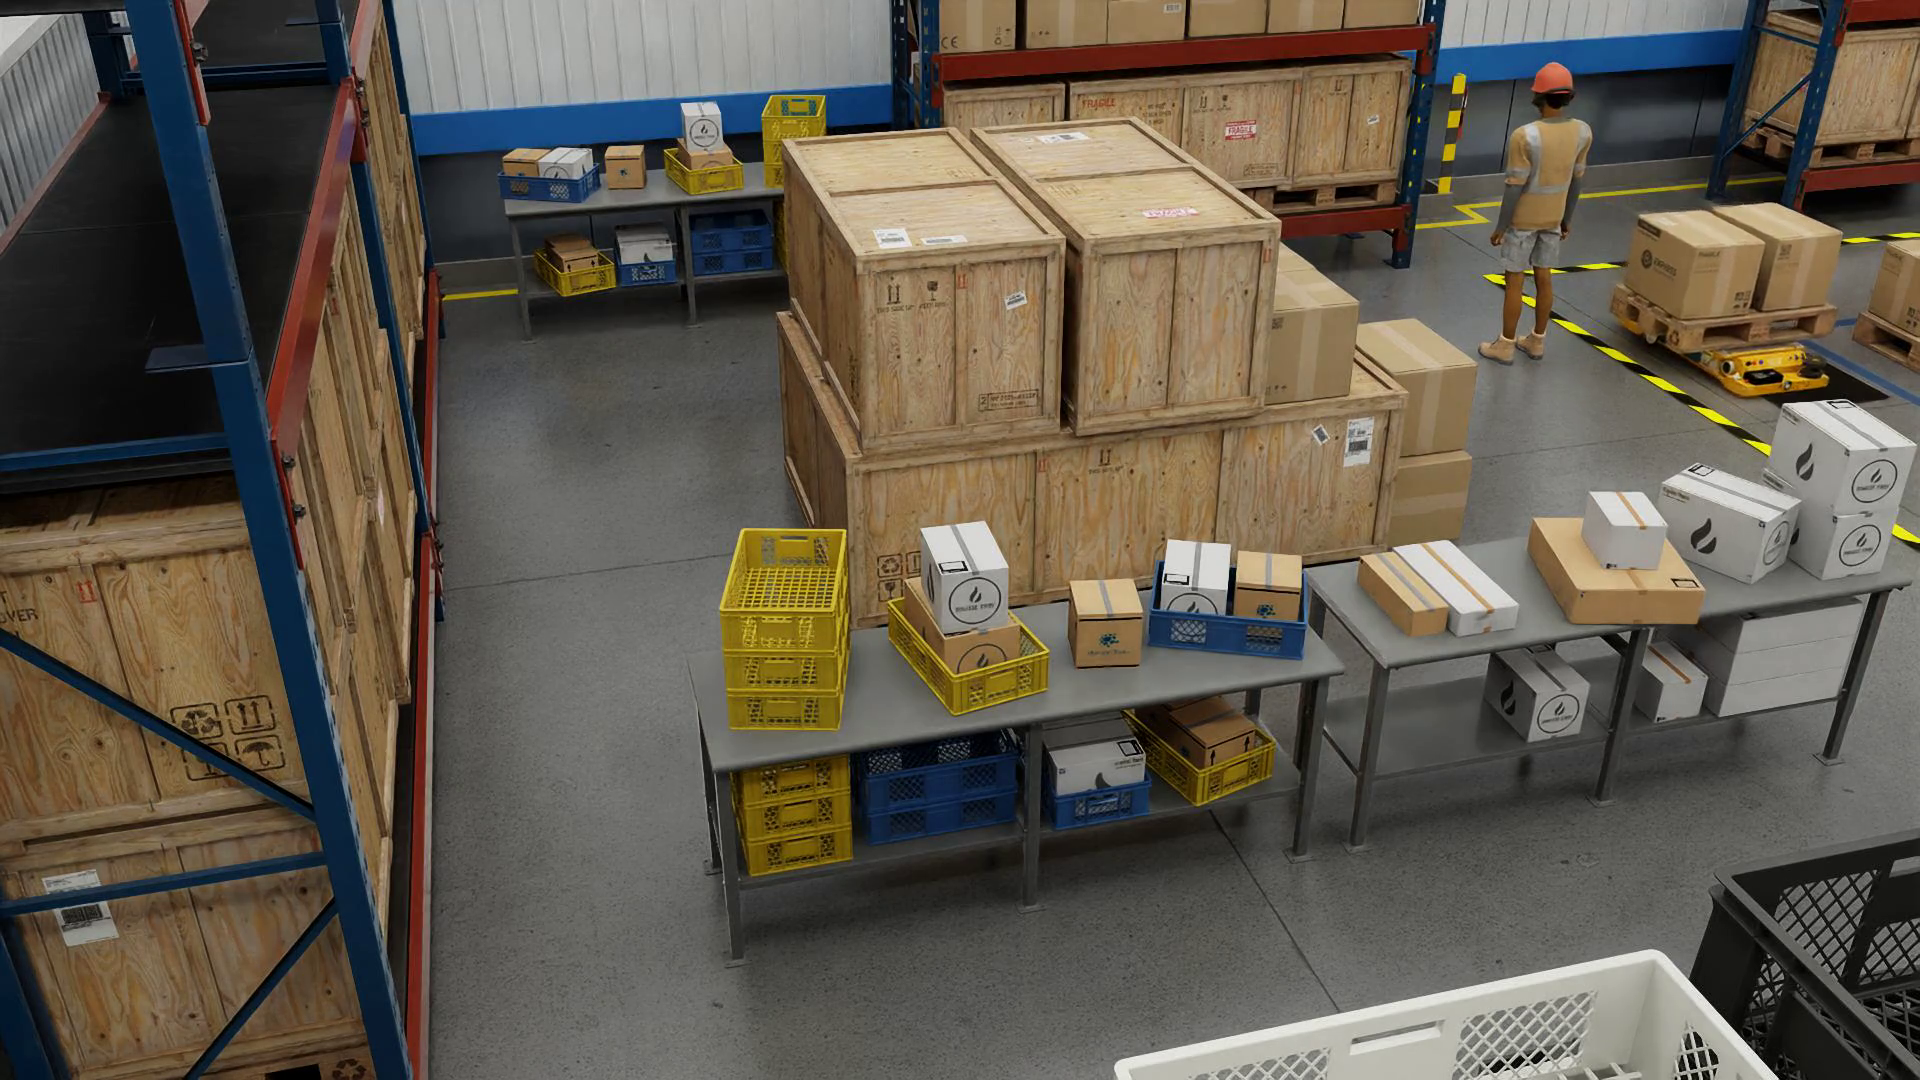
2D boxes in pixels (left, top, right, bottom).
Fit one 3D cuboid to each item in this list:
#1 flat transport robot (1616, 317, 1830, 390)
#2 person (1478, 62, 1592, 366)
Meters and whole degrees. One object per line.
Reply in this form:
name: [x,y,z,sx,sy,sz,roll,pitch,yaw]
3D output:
flat transport robot: [5.307,-1.392,11.615,0.652,0.197,1.431,-7,30,-13]
person: [3.871,-2.187,11.251,0.613,2.039,0.388,-10,30,-17]
